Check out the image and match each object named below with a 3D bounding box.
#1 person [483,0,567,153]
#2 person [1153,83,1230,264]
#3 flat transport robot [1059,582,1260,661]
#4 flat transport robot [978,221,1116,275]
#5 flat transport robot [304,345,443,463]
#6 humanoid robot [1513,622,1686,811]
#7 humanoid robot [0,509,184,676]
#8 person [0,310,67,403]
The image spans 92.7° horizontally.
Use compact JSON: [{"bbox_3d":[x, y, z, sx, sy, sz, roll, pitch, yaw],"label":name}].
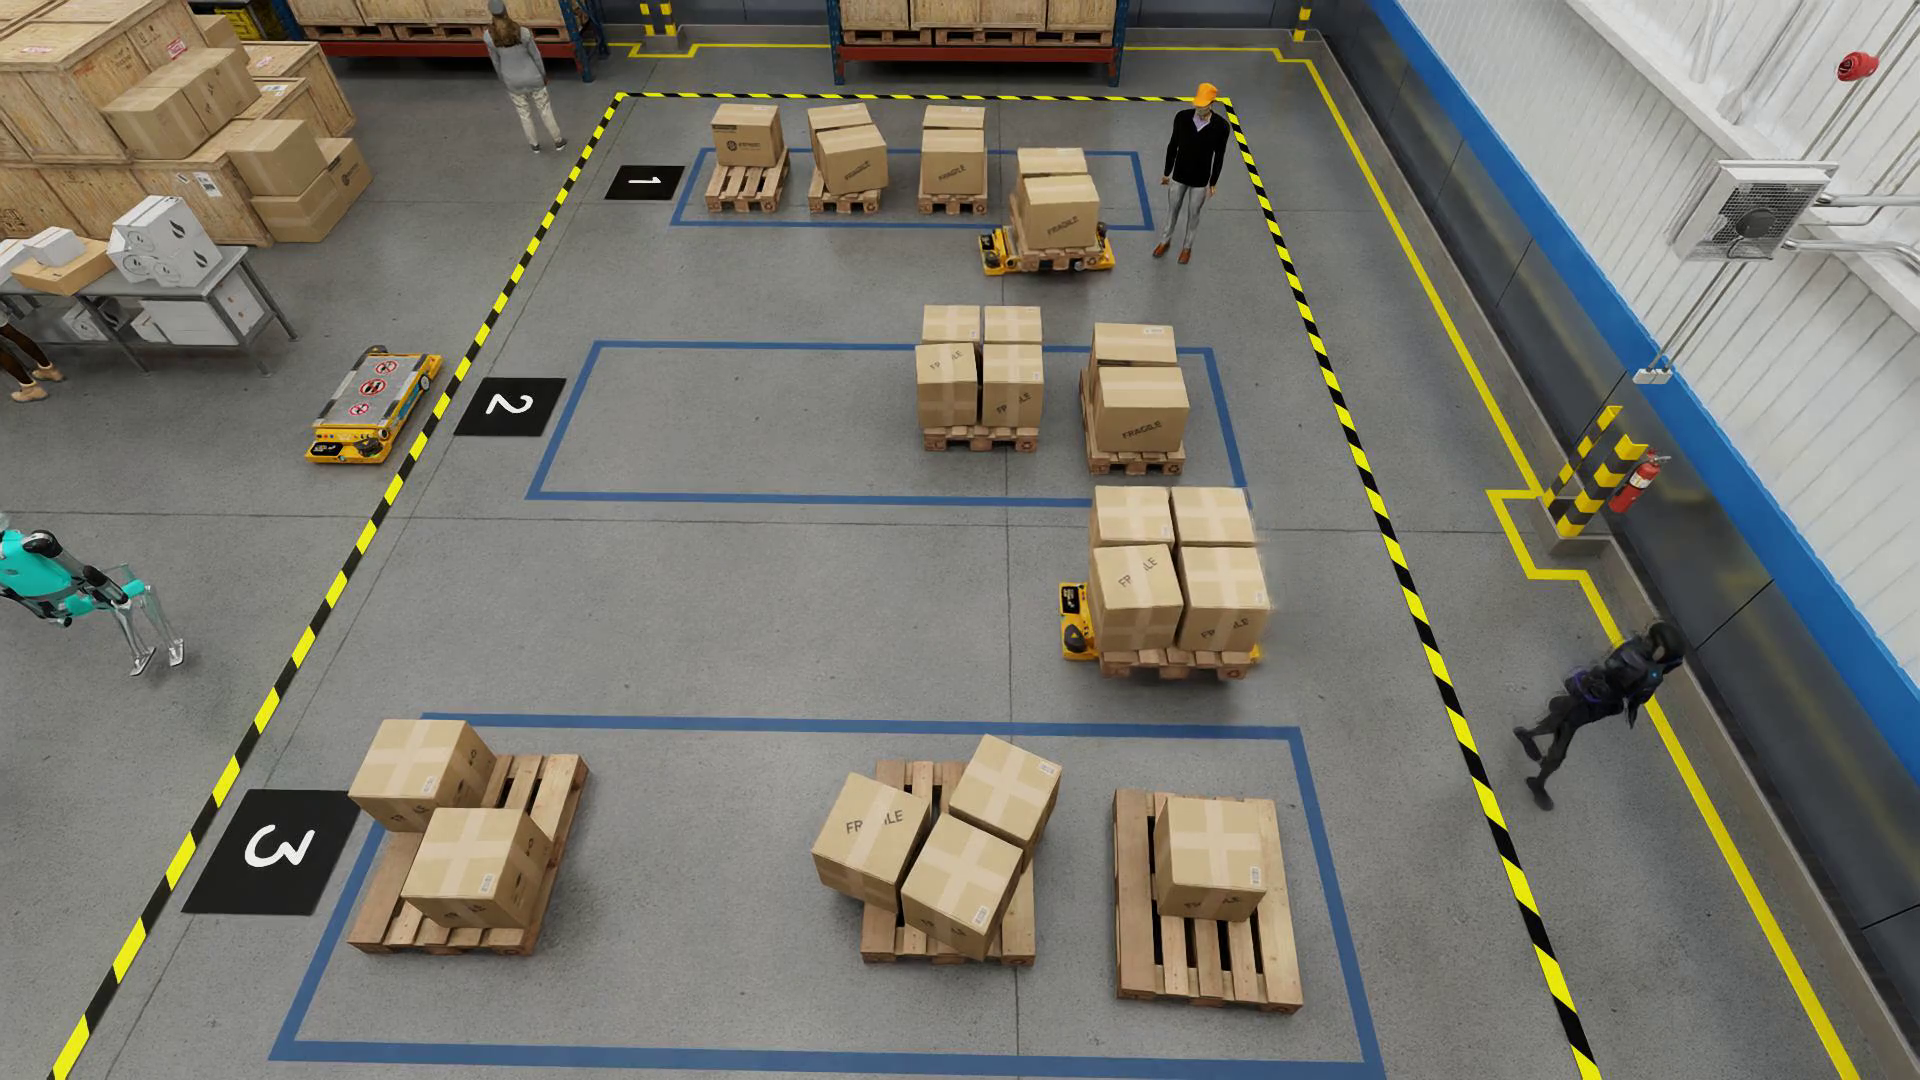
[{"bbox_3d":[-5.299,-5.601,11.123,0.563,1.769,0.397,-10,50,-8],"label":"person"},{"bbox_3d":[2.385,-3.767,9.496,0.589,1.882,0.380,22,53,18],"label":"person"},{"bbox_3d":[1.476,0.577,6.861,1.431,0.197,0.652,1,50,1],"label":"flat transport robot"},{"bbox_3d":[0.949,-3.220,10.073,1.431,0.197,0.652,-4,50,-4],"label":"flat transport robot"},{"bbox_3d":[-5.383,-1.269,8.441,0.659,0.231,1.431,1,50,1],"label":"flat transport robot"},{"bbox_3d":[3.902,1.027,5.584,0.588,1.640,0.611,-7,50,-6],"label":"humanoid robot"},{"bbox_3d":[-5.825,0.256,6.100,0.533,1.677,0.735,-12,51,-10],"label":"humanoid robot"},{"bbox_3d":[-8.746,-2.085,7.967,0.365,2.048,0.607,2,50,1],"label":"person"}]
